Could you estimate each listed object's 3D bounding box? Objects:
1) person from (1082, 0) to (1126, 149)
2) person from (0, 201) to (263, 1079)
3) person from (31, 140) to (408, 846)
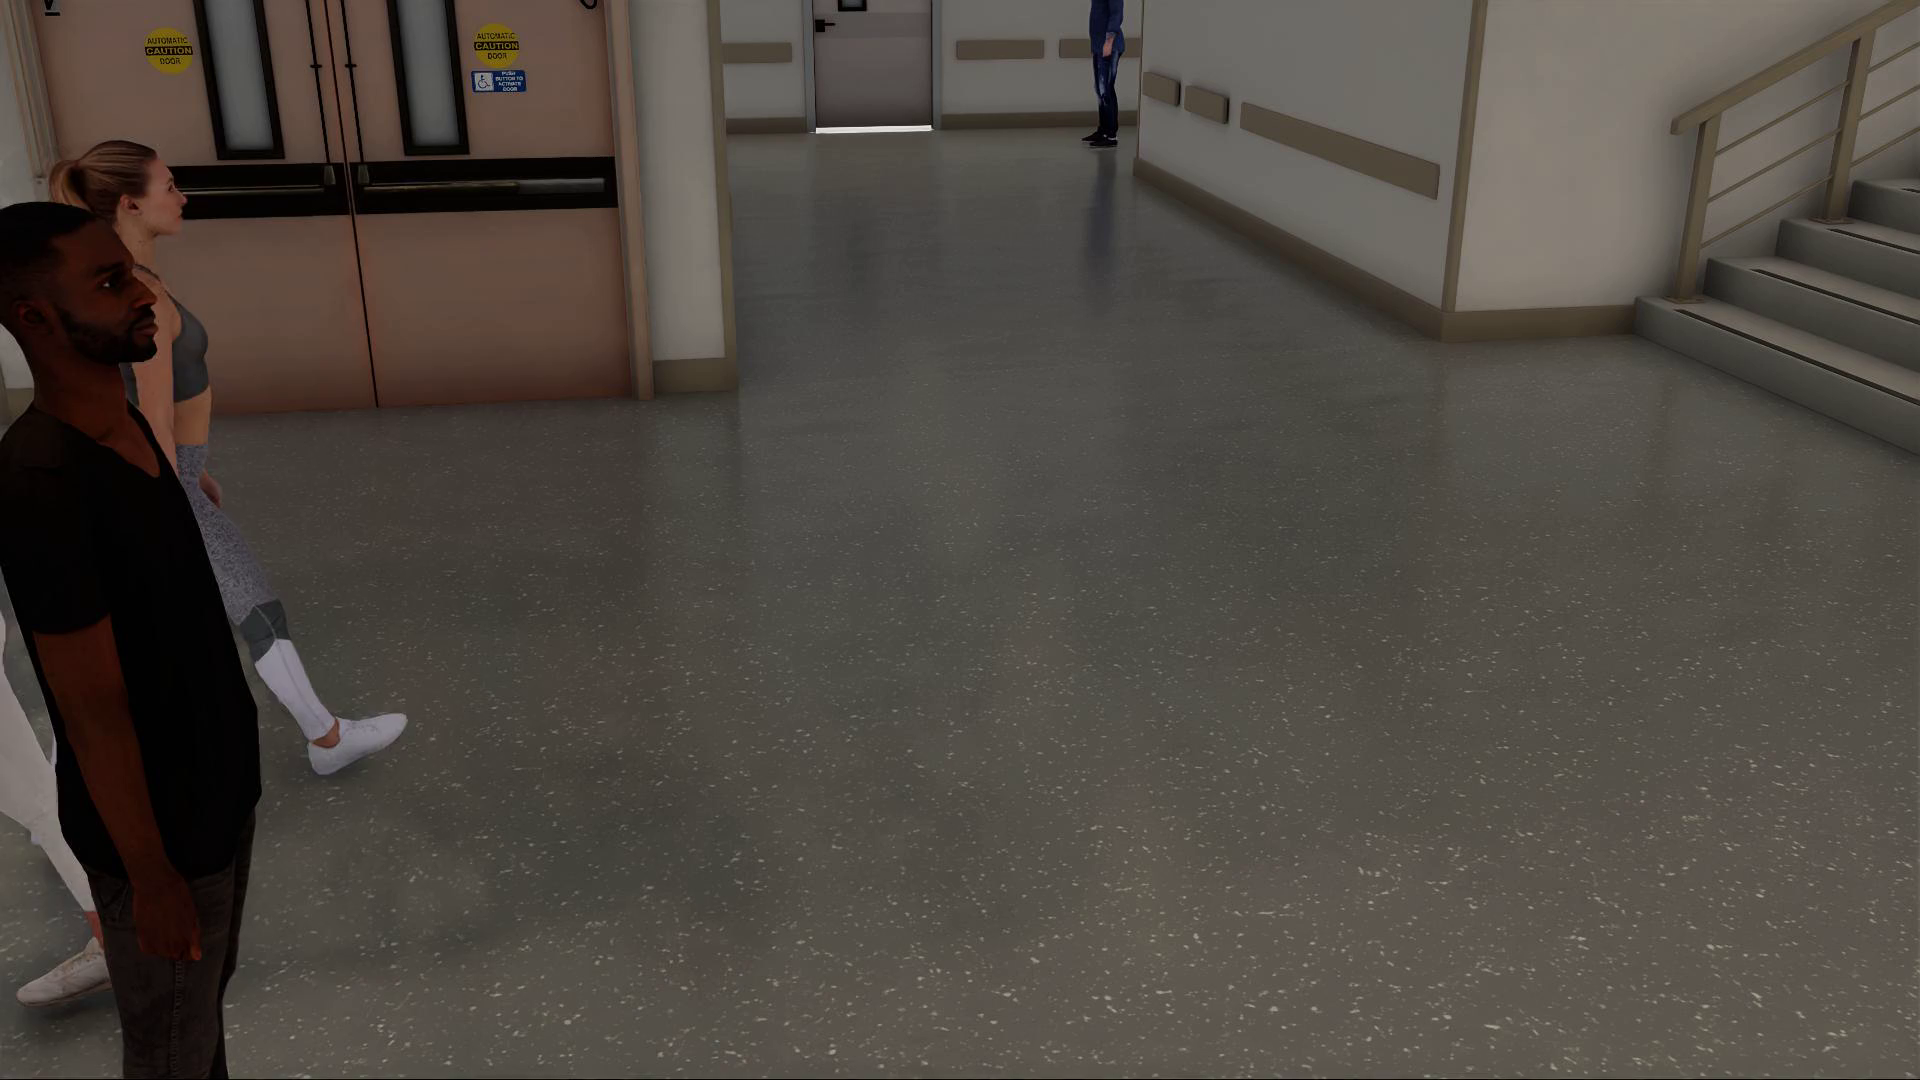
[{"bbox_3d":[1.408,-4.748,16.086,0.586,1.826,0.717,-2,21,-6],"label":"person"},{"bbox_3d":[-1.240,0.389,2.554,0.544,1.805,0.648,-5,21,-14],"label":"person"},{"bbox_3d":[-1.963,-0.027,3.916,1.217,1.618,0.978,-16,26,-37],"label":"person"}]
